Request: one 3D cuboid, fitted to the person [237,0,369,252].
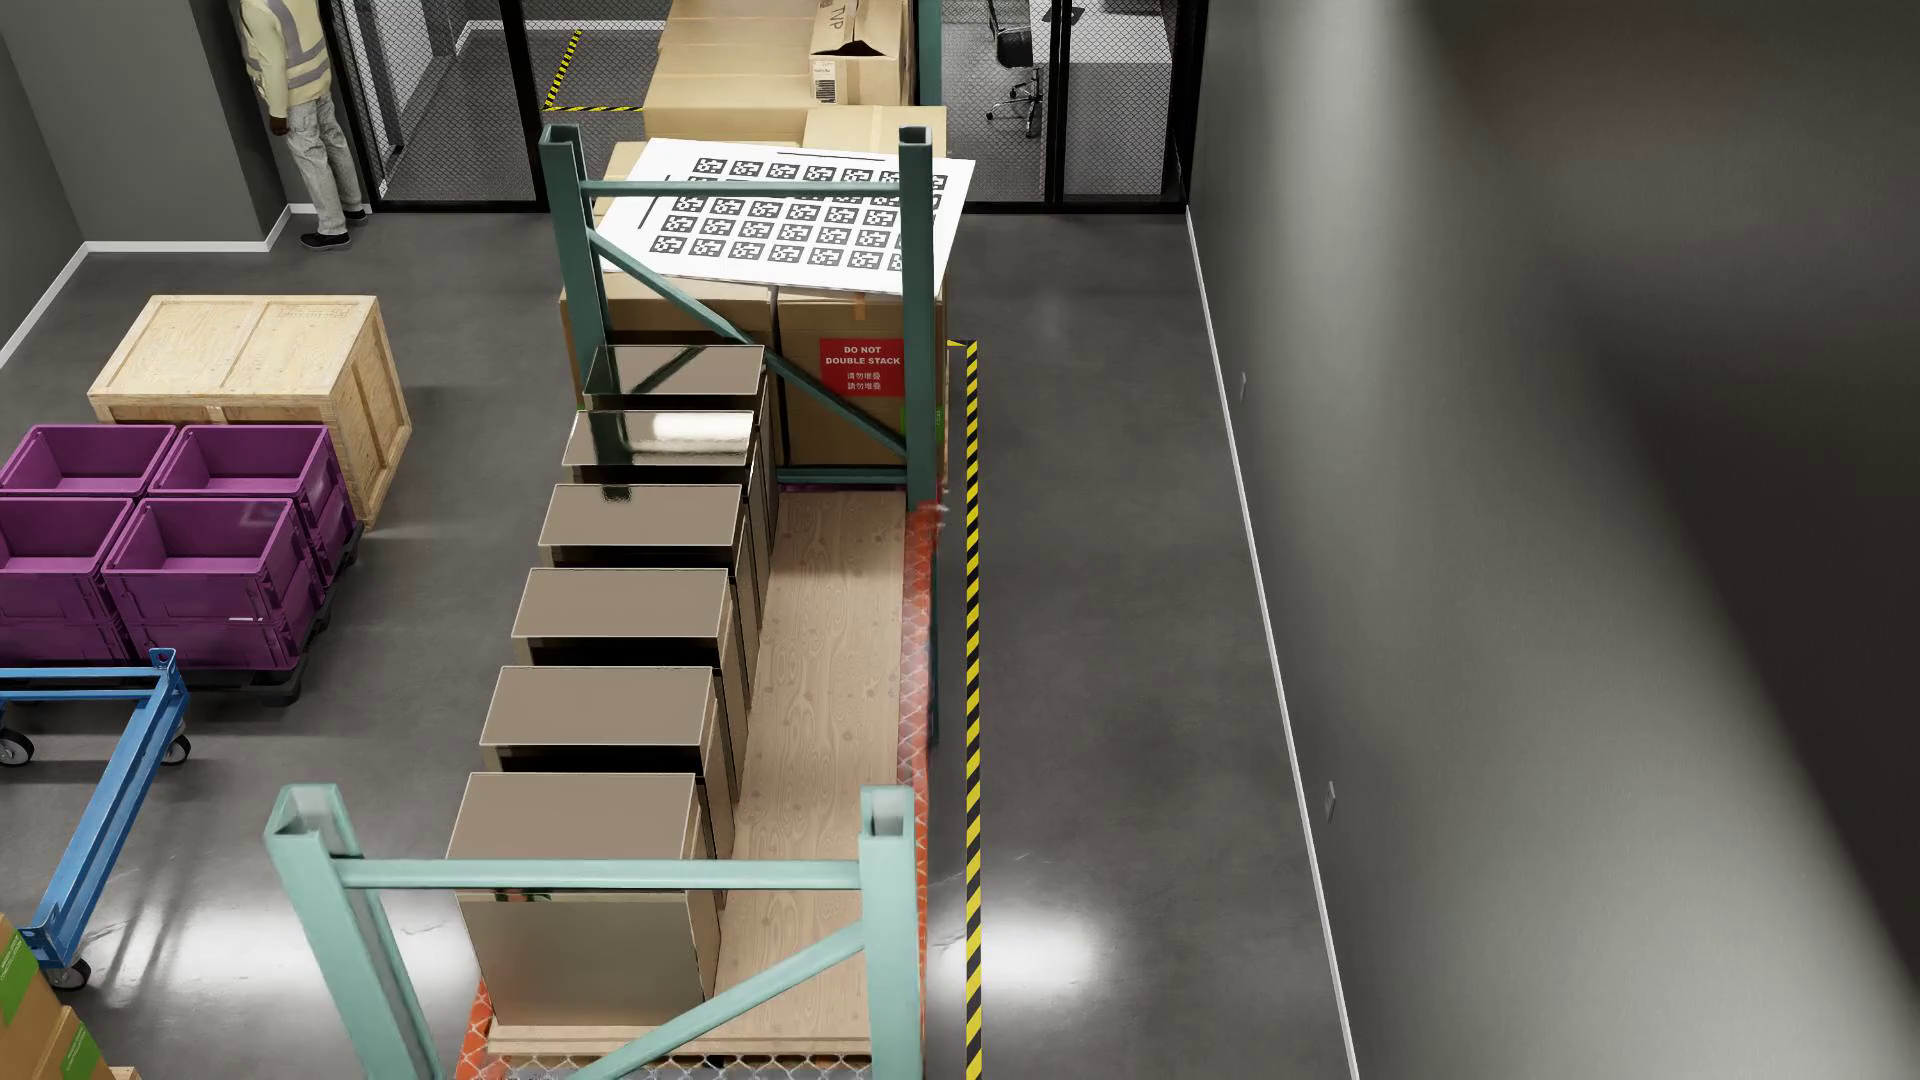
[{"bbox_3d":[-3.486,-2.391,8.698,0.404,1.830,0.602,5,41,6],"label":"person"}]
